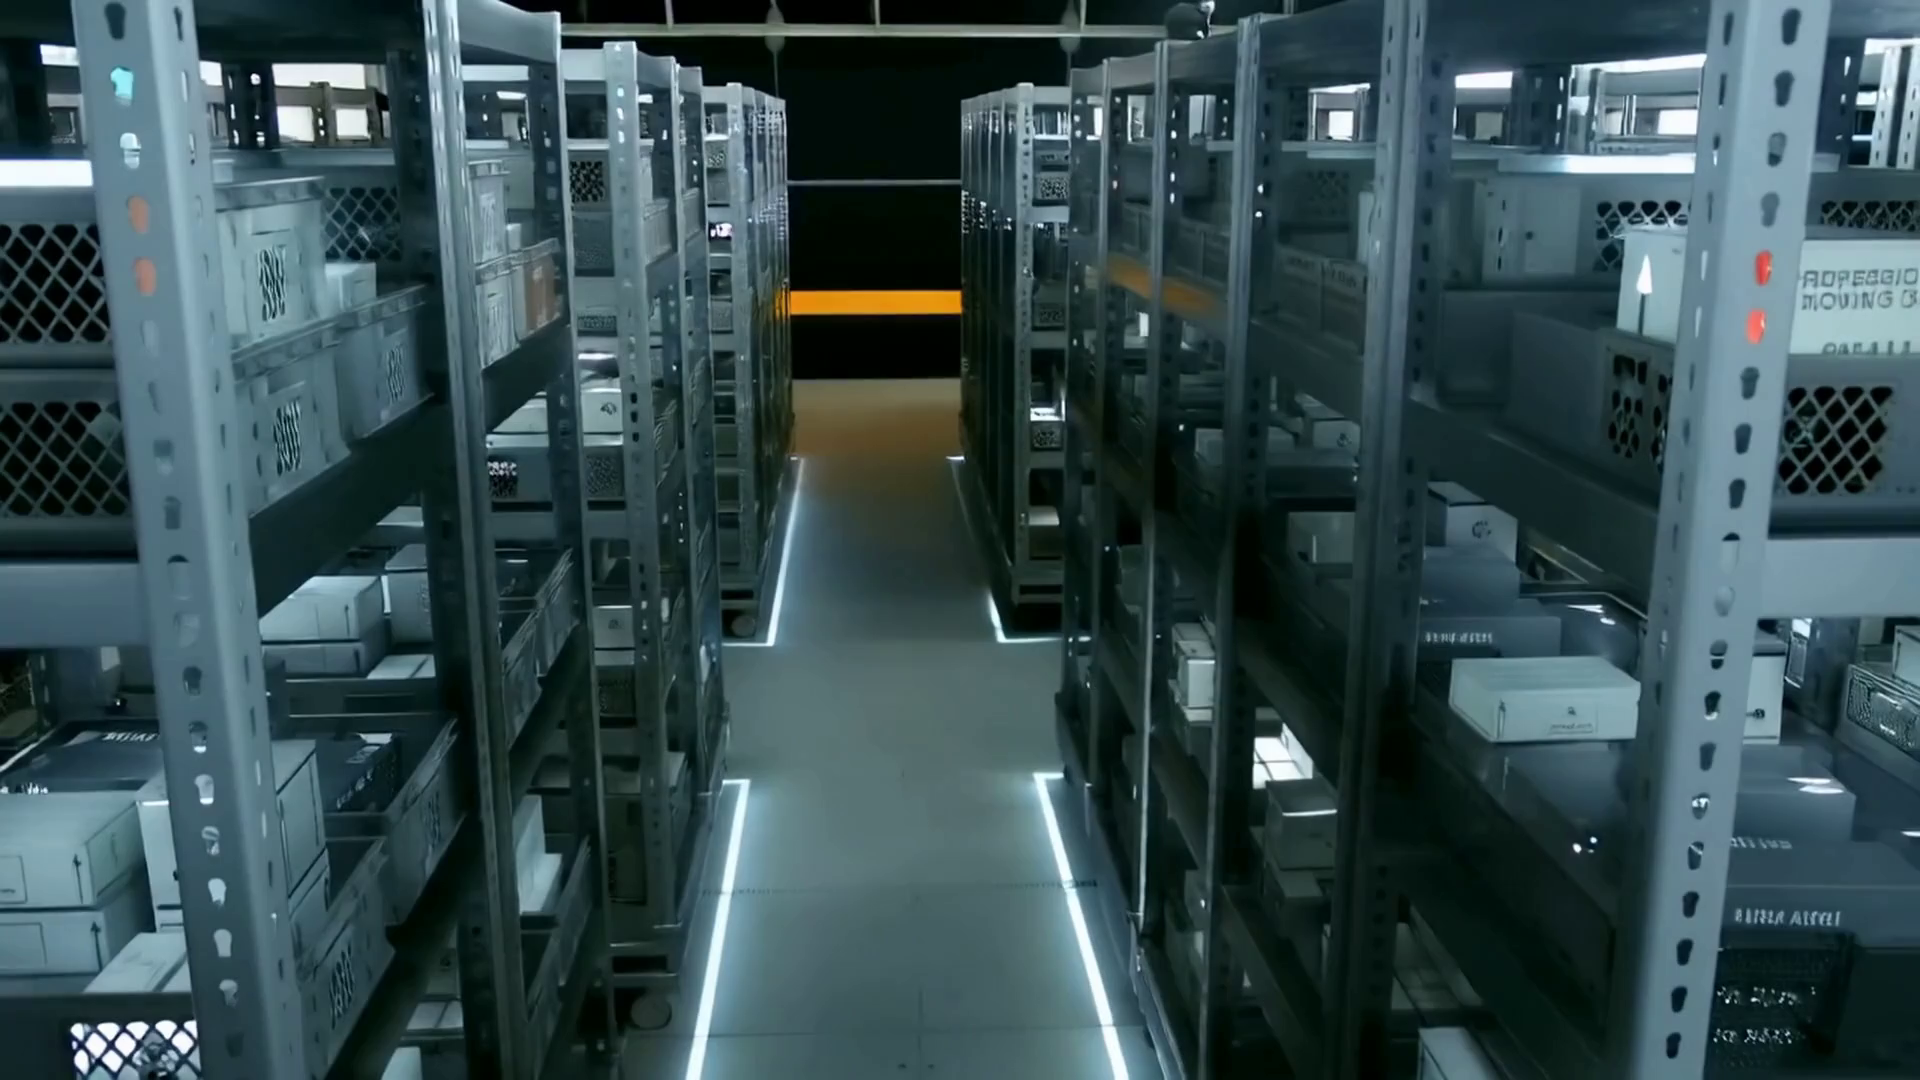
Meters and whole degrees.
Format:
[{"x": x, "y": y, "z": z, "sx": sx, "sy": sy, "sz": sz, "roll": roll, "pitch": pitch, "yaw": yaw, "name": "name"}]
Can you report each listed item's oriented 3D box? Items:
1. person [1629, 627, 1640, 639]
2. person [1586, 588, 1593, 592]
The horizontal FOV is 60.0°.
[{"x": 4.486, "y": -0.160, "z": 10.684, "sx": 0.419, "sy": 1.794, "sz": 0.619, "roll": -11, "pitch": 18, "yaw": -37, "name": "person"}, {"x": 4.437, "y": -0.307, "z": 11.268, "sx": 0.574, "sy": 1.805, "sz": 0.604, "roll": -10, "pitch": 17, "yaw": -34, "name": "person"}]
